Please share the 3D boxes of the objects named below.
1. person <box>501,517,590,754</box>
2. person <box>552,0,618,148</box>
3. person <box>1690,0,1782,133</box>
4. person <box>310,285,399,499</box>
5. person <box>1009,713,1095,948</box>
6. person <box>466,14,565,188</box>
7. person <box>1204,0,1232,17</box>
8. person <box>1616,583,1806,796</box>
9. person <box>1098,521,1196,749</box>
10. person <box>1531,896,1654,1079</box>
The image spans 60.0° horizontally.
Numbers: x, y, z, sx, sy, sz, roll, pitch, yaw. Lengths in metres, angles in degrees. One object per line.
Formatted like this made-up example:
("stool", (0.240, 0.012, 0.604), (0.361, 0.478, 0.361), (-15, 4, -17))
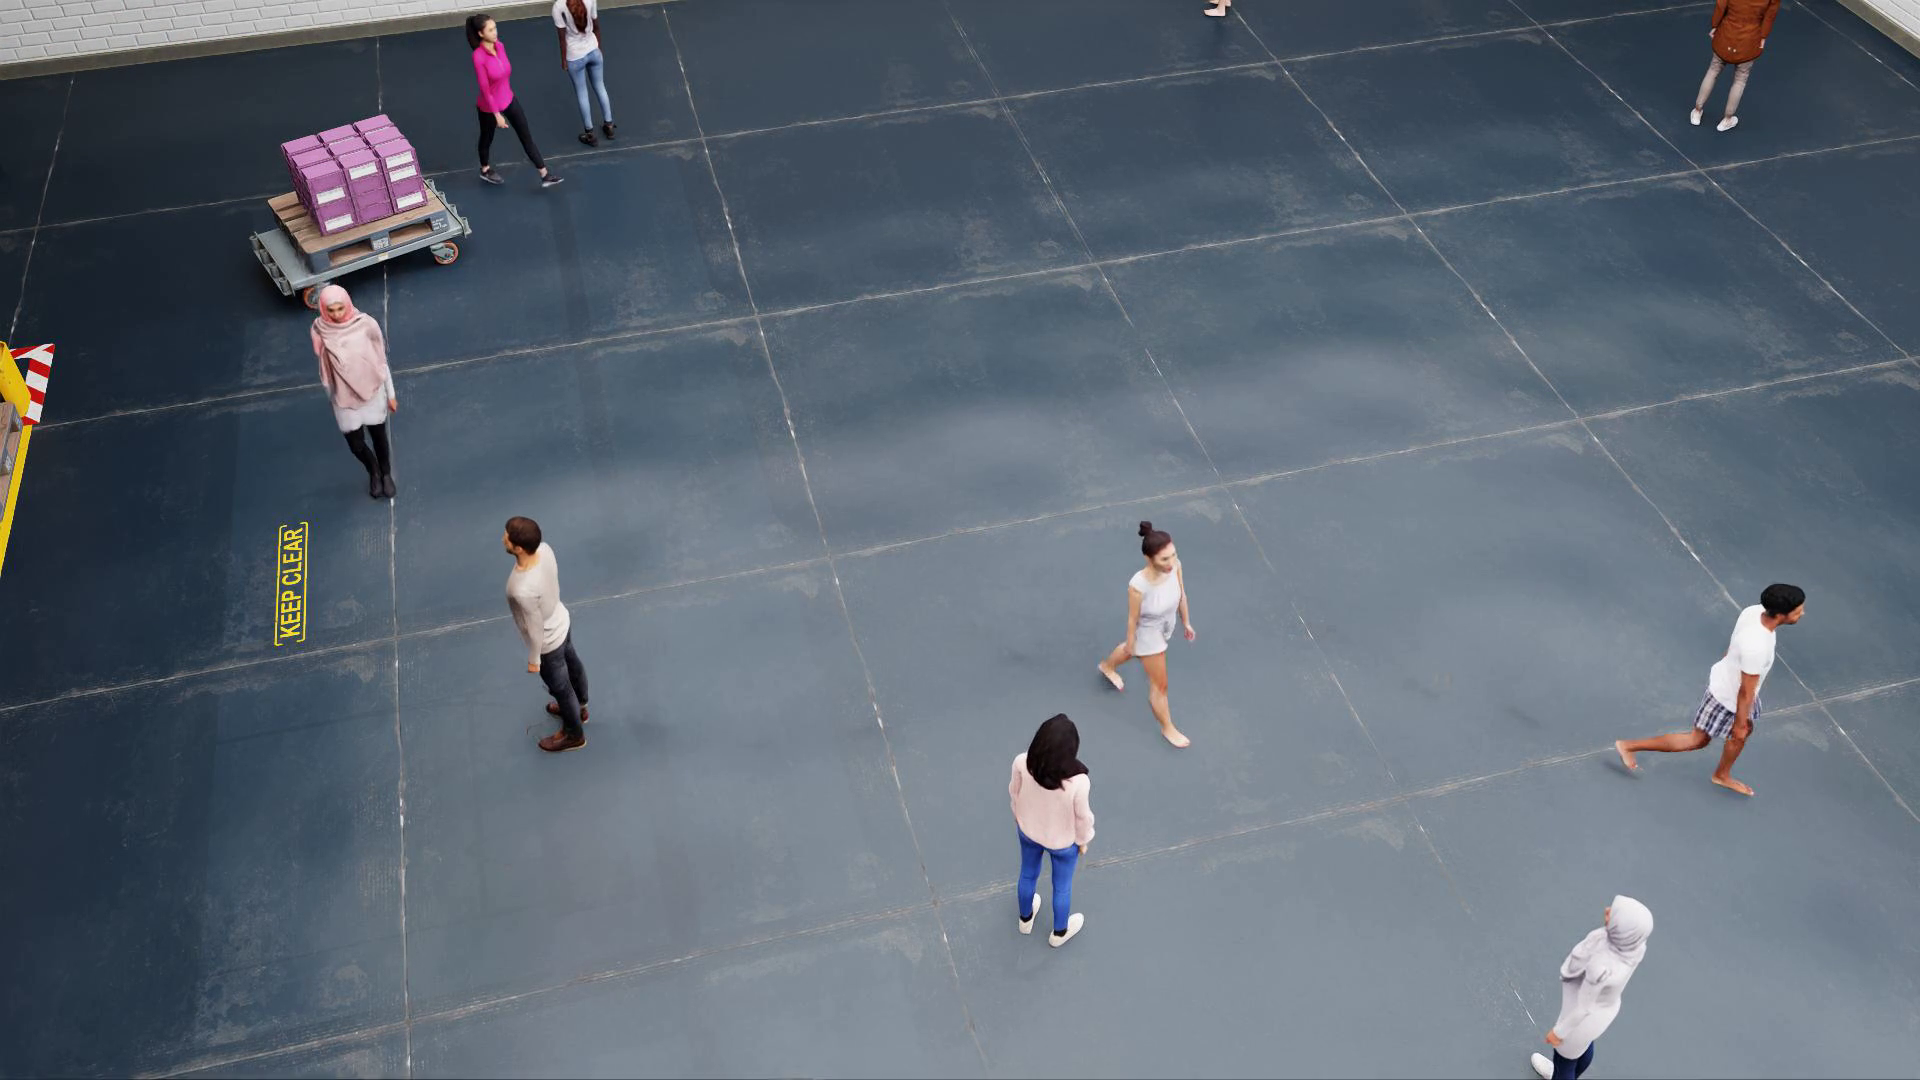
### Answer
("person", (-2.475, 0.563, 10.011), (0.777, 1.868, 0.615), (2, 44, 2))
("person", (-3.493, -4.488, 15.421), (0.659, 1.719, 0.655), (-28, 50, -27))
("person", (7.304, -4.724, 15.581), (0.847, 1.839, 0.915), (26, 49, 24))
("person", (-4.264, -1.078, 11.787), (0.656, 1.794, 0.645), (-13, 45, -14))
("person", (0.481, 1.584, 9.011), (0.712, 1.769, 0.775), (21, 48, 21))
("person", (-4.213, -3.885, 14.834), (1.120, 1.654, 1.087), (20, 47, 20))
("person", (2.793, -6.312, 17.386), (0.732, 1.650, 0.638), (15, 46, 15))
("person", (4.458, 0.884, 9.794), (1.126, 1.702, 1.081), (21, 47, 20))
("person", (1.126, 0.501, 10.289), (1.133, 1.574, 0.950), (33, 53, 30))
("person", (3.109, 2.330, 8.224), (0.688, 1.775, 0.691), (-34, 53, -30))
